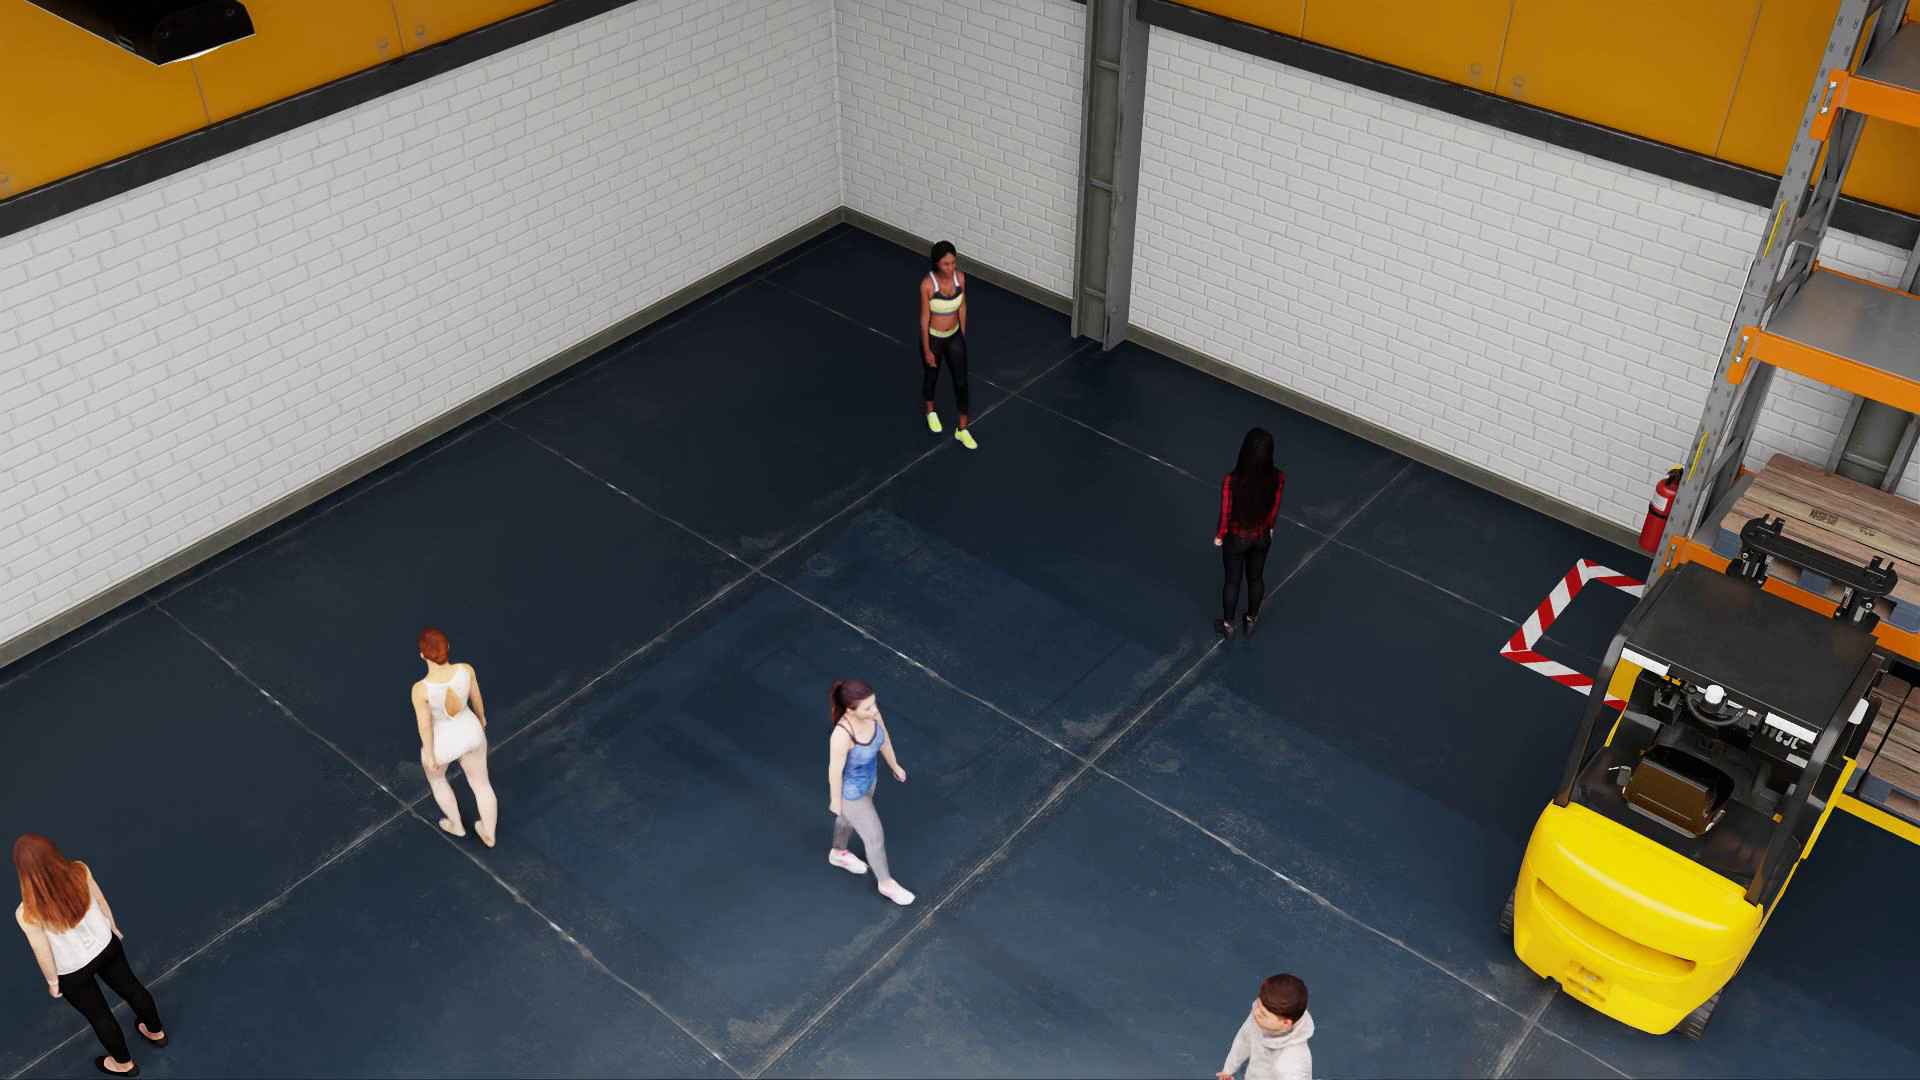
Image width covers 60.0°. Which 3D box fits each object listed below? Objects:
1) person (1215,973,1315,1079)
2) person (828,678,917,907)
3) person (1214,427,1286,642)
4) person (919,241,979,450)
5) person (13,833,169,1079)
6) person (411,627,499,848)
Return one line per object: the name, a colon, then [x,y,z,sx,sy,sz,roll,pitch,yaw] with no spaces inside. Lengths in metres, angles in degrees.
person: [1.510,2.606,7.609,1.269,1.810,1.177,-1,39,-2]
person: [-0.642,1.355,9.355,0.918,1.585,0.720,15,41,18]
person: [1.911,-0.025,11.026,0.664,1.657,0.688,-10,40,-12]
person: [-0.177,-1.583,12.919,0.817,1.729,0.965,-12,40,-14]
person: [-4.380,2.079,8.340,0.577,1.722,0.624,17,42,20]
person: [-2.848,1.196,9.516,0.629,1.633,0.642,-29,47,-31]
